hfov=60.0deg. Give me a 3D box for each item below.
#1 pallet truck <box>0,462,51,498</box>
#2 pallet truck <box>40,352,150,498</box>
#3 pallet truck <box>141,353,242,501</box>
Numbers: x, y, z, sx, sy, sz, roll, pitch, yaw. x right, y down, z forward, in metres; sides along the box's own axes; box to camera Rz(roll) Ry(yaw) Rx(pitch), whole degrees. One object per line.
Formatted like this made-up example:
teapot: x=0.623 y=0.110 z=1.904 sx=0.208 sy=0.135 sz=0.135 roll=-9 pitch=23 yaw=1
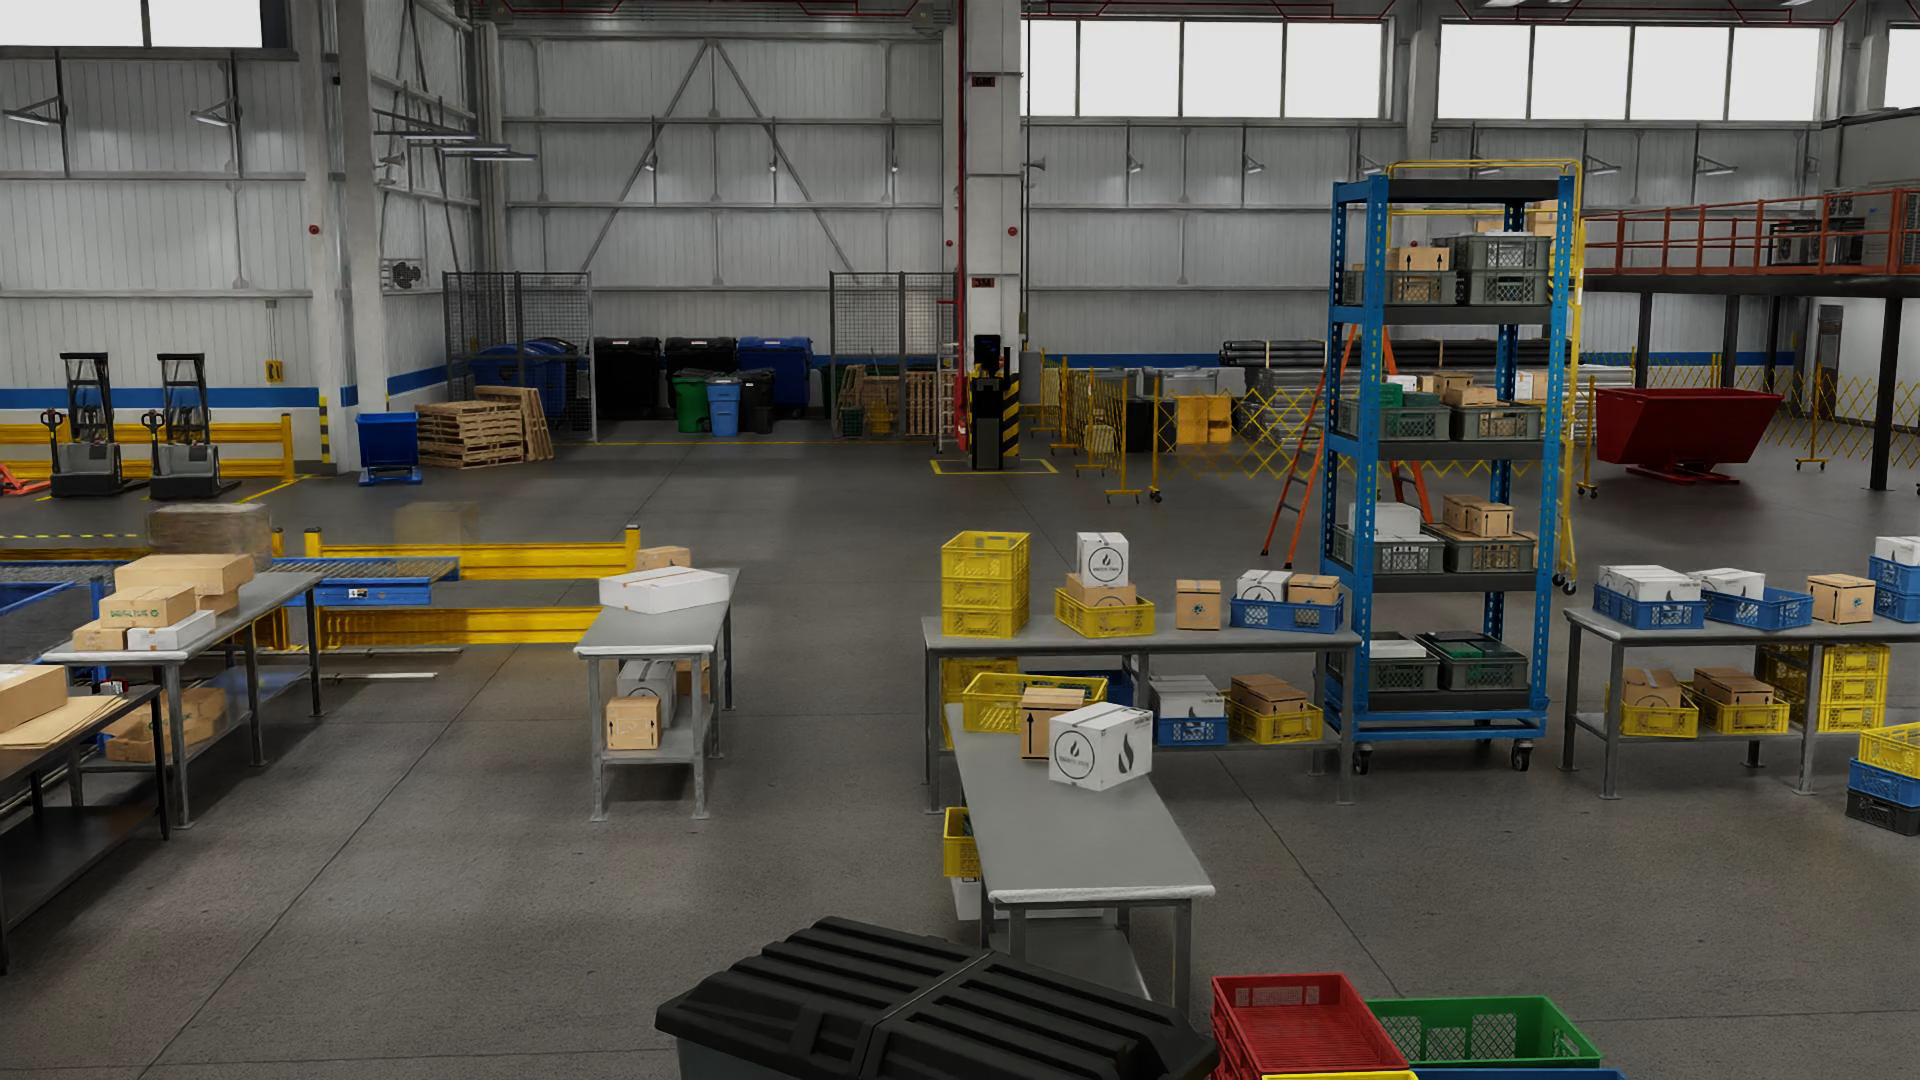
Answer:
pallet truck: x=-13.193 y=-1.293 z=23.148 sx=0.653 sy=1.274 sz=1.630 roll=-1 pitch=9 yaw=-4
pallet truck: x=-11.907 y=-1.642 z=23.165 sx=0.823 sy=1.965 sz=1.885 roll=0 pitch=9 yaw=0
pallet truck: x=-10.520 y=-1.604 z=22.925 sx=0.823 sy=1.965 sz=1.885 roll=-1 pitch=9 yaw=-6
